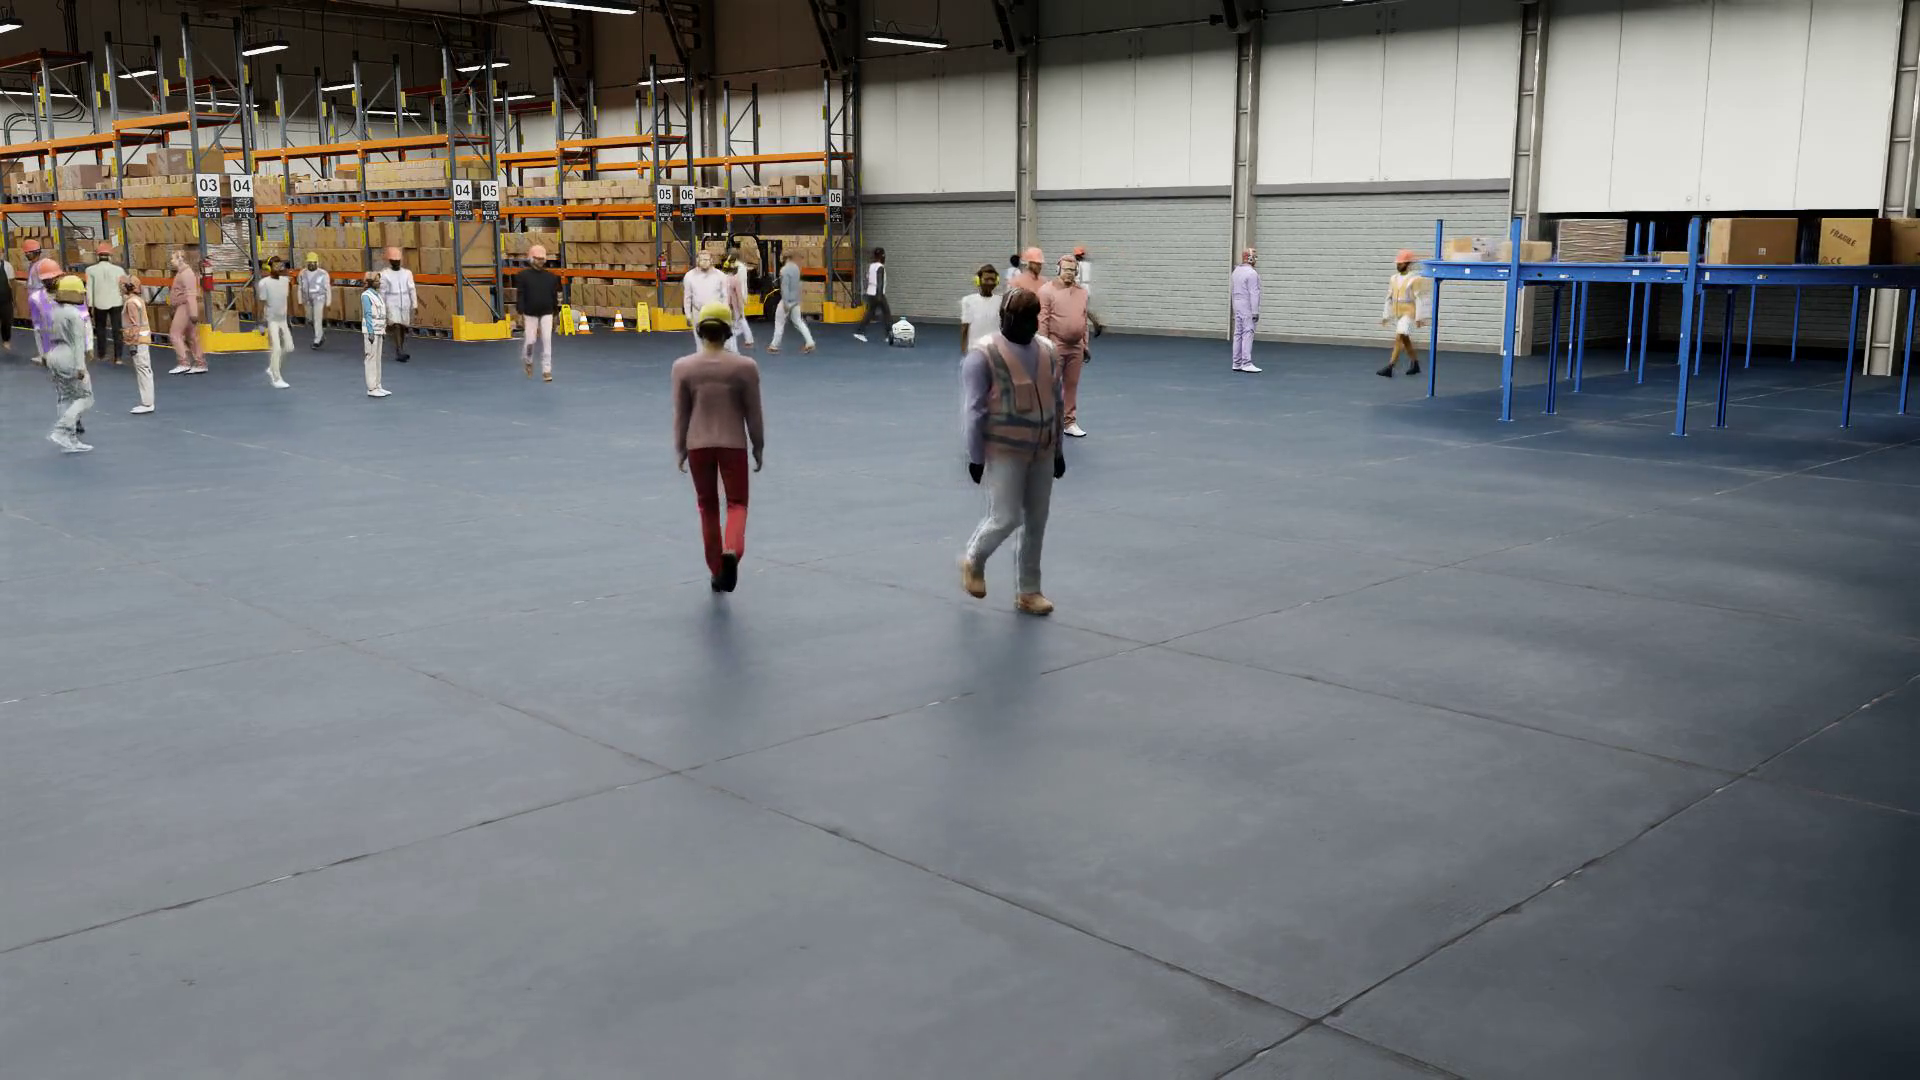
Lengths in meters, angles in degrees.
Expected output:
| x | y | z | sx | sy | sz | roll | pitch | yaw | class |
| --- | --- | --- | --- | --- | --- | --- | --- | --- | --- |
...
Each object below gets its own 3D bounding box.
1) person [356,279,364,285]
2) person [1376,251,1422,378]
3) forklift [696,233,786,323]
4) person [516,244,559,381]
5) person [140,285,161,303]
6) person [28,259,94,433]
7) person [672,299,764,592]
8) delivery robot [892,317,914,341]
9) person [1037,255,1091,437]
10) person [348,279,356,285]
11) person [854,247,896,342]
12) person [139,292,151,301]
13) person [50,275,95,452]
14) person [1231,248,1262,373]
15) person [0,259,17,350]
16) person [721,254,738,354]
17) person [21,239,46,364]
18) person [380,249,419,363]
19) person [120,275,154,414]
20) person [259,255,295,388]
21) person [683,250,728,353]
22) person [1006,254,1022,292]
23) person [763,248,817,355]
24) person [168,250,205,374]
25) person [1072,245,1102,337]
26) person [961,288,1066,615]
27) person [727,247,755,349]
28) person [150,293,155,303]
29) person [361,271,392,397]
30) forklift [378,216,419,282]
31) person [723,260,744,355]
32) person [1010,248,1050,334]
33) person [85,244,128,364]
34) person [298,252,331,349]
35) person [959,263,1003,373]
| x | y | z | sx | sy | sz | roll | pitch | yaw | class |
| --- | --- | --- | --- | --- | --- | --- | --- | --- | --- |
| -15.361 | -6.579 | 43.010 | 0.281 | 1.634 | 0.498 | 10 | 14 | 43 | person |
| 6.660 | -3.401 | 25.020 | 1.021 | 1.882 | 0.550 | -7 | 12 | -33 | person |
| -5.496 | -6.489 | 41.108 | 2.313 | 2.155 | 1.214 | -10 | 14 | -44 | forklift |
| -6.207 | -3.342 | 24.425 | 0.634 | 1.979 | 0.617 | -6 | 12 | -28 | person |
| -18.780 | -5.865 | 38.473 | 0.579 | 1.873 | 0.436 | -10 | 14 | -44 | person |
| -9.450 | -2.016 | 17.508 | 0.557 | 1.865 | 1.048 | -6 | 12 | -30 | person |
| -1.426 | -0.537 | 9.784 | 0.530 | 1.745 | 0.665 | 0 | 10 | -2 | person |
| -1.092 | -4.031 | 31.923 | 0.477 | 0.478 | 0.707 | -2 | 10 | -10 | delivery robot |
| 1.109 | -2.028 | 17.466 | 0.637 | 1.904 | 0.403 | -6 | 12 | -30 | person |
| -19.188 | -8.435 | 52.300 | 0.601 | 1.940 | 0.396 | 5 | 11 | 25 | person |
| -1.681 | -4.903 | 33.223 | 0.976 | 1.880 | 0.605 | -4 | 11 | -21 | person |
| -20.931 | -6.480 | 42.561 | 0.594 | 1.602 | 0.425 | 4 | 11 | 21 | person |
| -8.670 | -1.710 | 16.207 | 0.519 | 1.722 | 0.446 | 7 | 12 | 32 | person |
| 4.480 | -3.575 | 25.888 | 0.407 | 1.906 | 0.655 | -4 | 11 | -20 | person |
| -17.158 | -4.291 | 29.542 | 0.693 | 2.000 | 0.641 | -7 | 13 | -34 | person |
| -3.668 | -3.602 | 26.290 | 0.924 | 1.810 | 0.593 | 1 | 10 | 7 | person |
| -15.242 | -3.938 | 27.505 | 0.383 | 2.041 | 0.605 | -8 | 13 | -39 | person |
| -9.384 | -3.921 | 27.839 | 0.547 | 1.884 | 0.996 | -8 | 13 | -36 | person |
| -9.813 | -2.334 | 19.845 | 0.314 | 1.641 | 0.515 | -3 | 11 | -18 | person |
| -9.544 | -3.045 | 23.190 | 0.520 | 1.838 | 0.547 | 5 | 11 | 25 | person |
| -3.768 | -3.337 | 24.646 | 0.649 | 1.886 | 0.704 | -1 | 10 | -5 | person |
| 1.220 | -5.478 | 36.854 | 0.510 | 1.690 | 0.548 | -5 | 11 | -25 | person |
| -3.023 | -4.256 | 29.646 | 0.983 | 1.898 | 0.645 | 4 | 11 | 22 | person |
| -11.927 | -3.475 | 25.406 | 0.670 | 1.885 | 0.649 | -4 | 11 | -22 | person |
| 2.511 | -5.016 | 33.724 | 0.714 | 1.915 | 0.559 | 10 | 14 | 43 | person |
| 0.299 | -0.499 | 9.349 | 0.632 | 1.829 | 0.520 | -8 | 13 | -37 | person |
| -4.231 | -4.512 | 31.073 | 1.013 | 1.893 | 0.645 | 4 | 11 | 22 | person |
| -21.858 | -7.055 | 44.523 | 0.404 | 2.034 | 0.609 | 7 | 12 | 33 | person |
| -7.717 | -2.714 | 21.920 | 0.310 | 1.642 | 0.514 | -1 | 10 | -3 | person |
| -17.868 | -9.201 | 54.028 | 1.873 | 2.768 | 1.129 | -10 | 14 | -44 | forklift |
| -3.853 | -3.870 | 27.924 | 0.544 | 1.752 | 0.639 | 10 | 14 | 42 | person |
| 0.953 | -2.632 | 20.629 | 0.646 | 1.943 | 0.942 | -7 | 13 | -34 | person |
| -14.131 | -3.902 | 27.545 | 0.655 | 1.948 | 0.961 | -7 | 13 | -34 | person |
| -12.114 | -4.512 | 31.272 | 0.597 | 1.808 | 0.744 | 1 | 10 | 7 | person |
| 0.233 | -1.870 | 16.795 | 0.519 | 1.839 | 0.875 | -1 | 10 | -4 | person |
